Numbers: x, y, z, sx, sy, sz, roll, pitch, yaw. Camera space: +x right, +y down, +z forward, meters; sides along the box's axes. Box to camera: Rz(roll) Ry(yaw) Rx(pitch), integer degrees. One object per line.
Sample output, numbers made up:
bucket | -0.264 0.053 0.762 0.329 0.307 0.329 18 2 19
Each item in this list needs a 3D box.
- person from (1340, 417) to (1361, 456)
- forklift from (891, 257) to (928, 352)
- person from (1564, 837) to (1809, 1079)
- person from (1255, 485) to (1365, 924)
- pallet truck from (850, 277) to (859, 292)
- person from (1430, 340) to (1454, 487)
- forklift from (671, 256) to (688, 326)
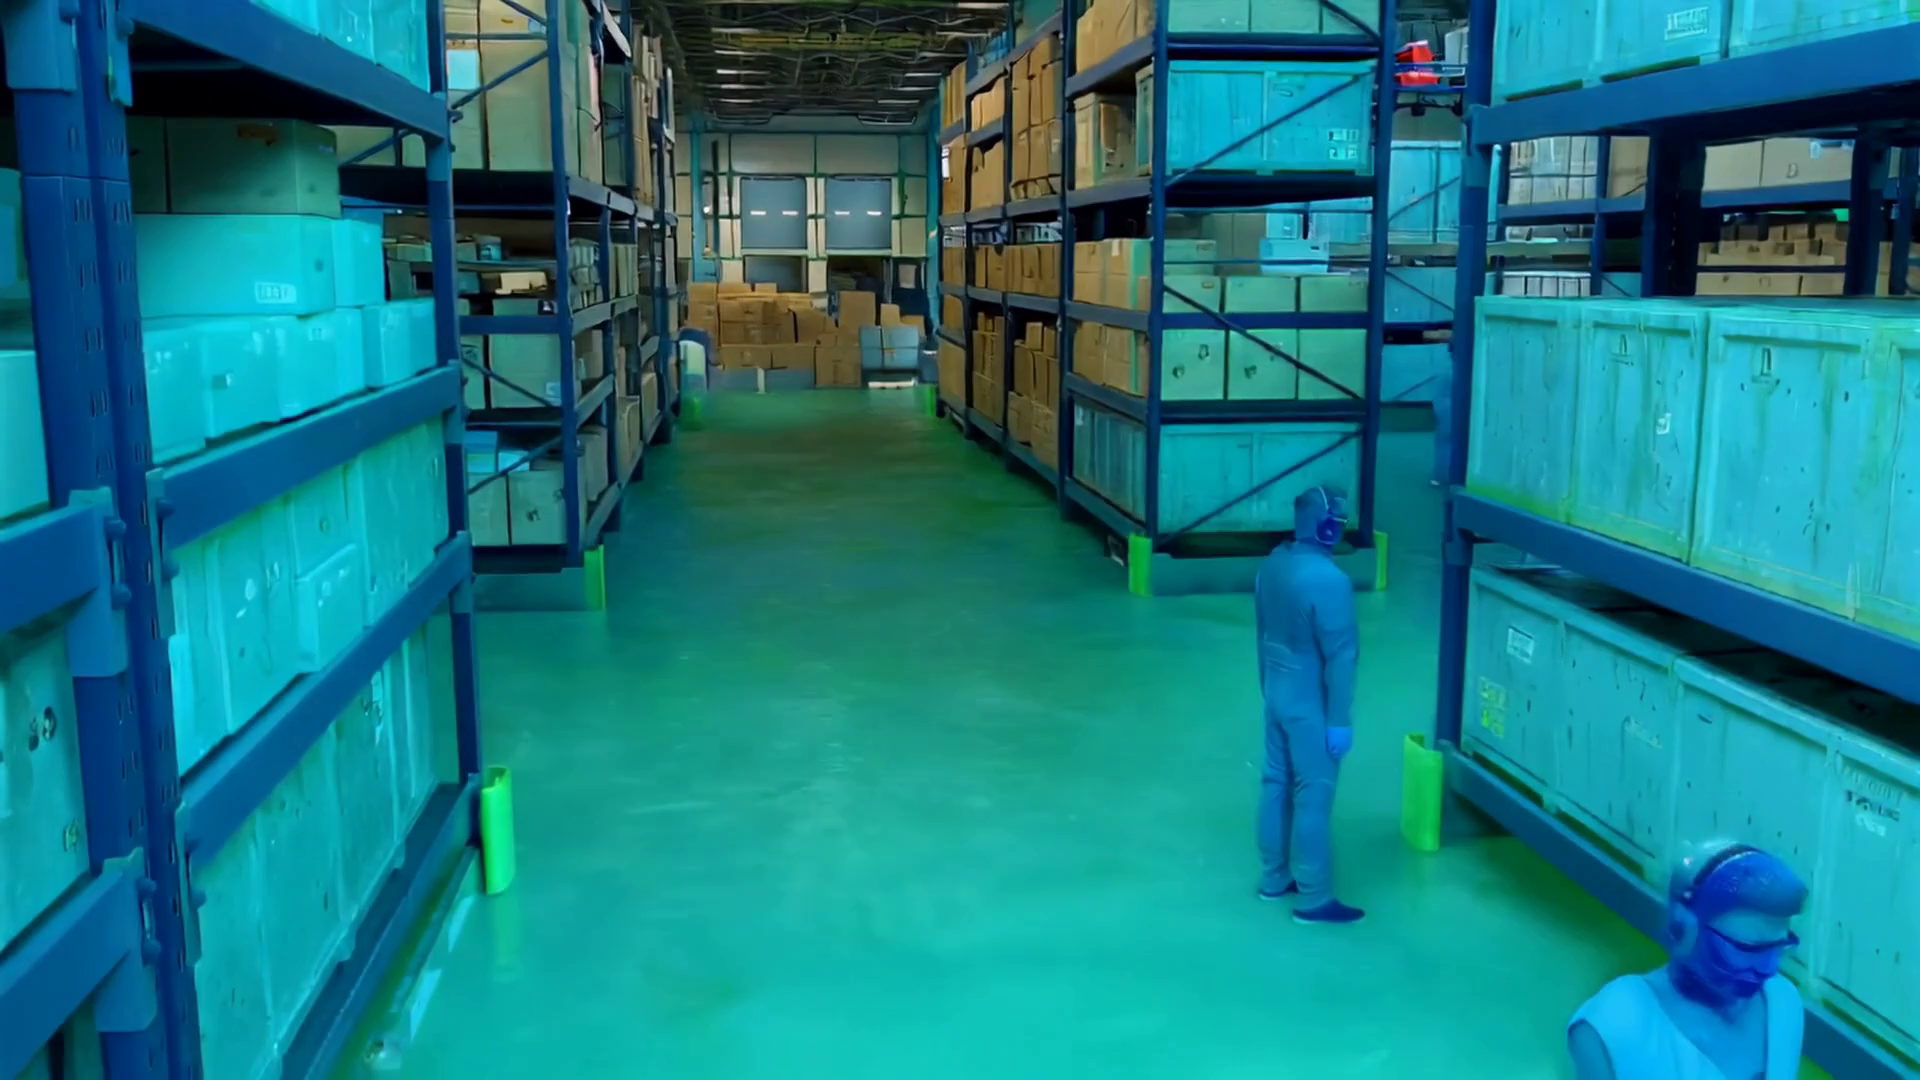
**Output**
person | 4.161 -1.067 18.241 0.319 1.690 0.531 -9 13 -41
forklift | -1.564 -7.038 49.539 1.129 2.768 1.873 1 10 8
person | 1.363 1.444 3.193 0.562 1.838 0.390 -5 11 -29
person | 1.542 0.707 7.281 0.399 1.909 0.642 -3 10 -18
pallet truck | -3.782 -9.391 65.808 1.885 1.965 0.823 2 10 10
person | 6.082 -1.512 20.356 0.649 1.861 0.982 0 10 0
forklift | -10.150 -8.825 59.945 1.873 2.768 1.129 4 11 24
